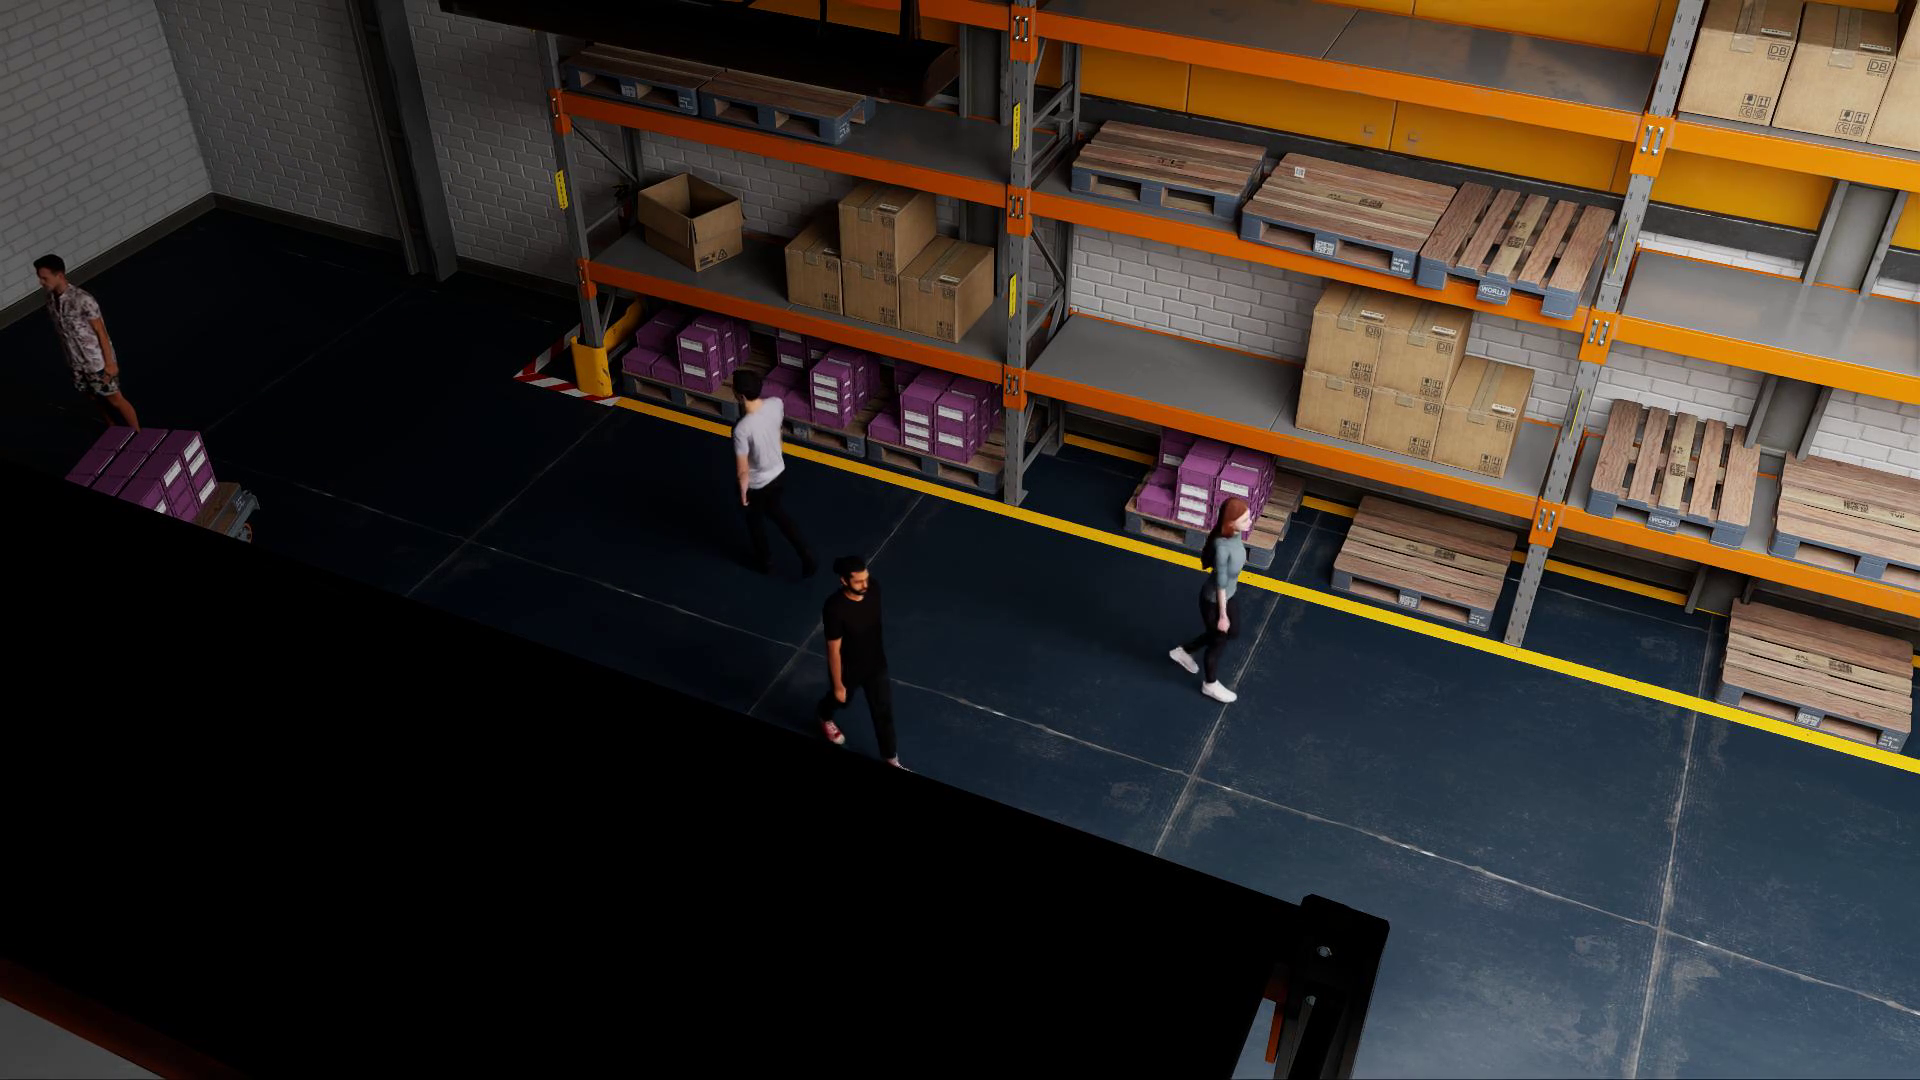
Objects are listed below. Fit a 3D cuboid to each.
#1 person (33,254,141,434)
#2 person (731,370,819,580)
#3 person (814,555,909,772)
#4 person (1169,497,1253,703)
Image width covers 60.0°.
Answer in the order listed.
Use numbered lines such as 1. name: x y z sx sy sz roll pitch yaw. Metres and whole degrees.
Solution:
1. person: -7.103 -1.530 13.589 0.501 1.811 0.731 15 41 18
2. person: -1.380 -0.419 12.173 1.037 1.843 0.833 27 46 30
3. person: -0.728 0.774 10.781 0.942 1.715 1.255 -31 48 -33
4. person: 1.679 0.397 11.241 0.743 1.730 0.585 17 42 20
